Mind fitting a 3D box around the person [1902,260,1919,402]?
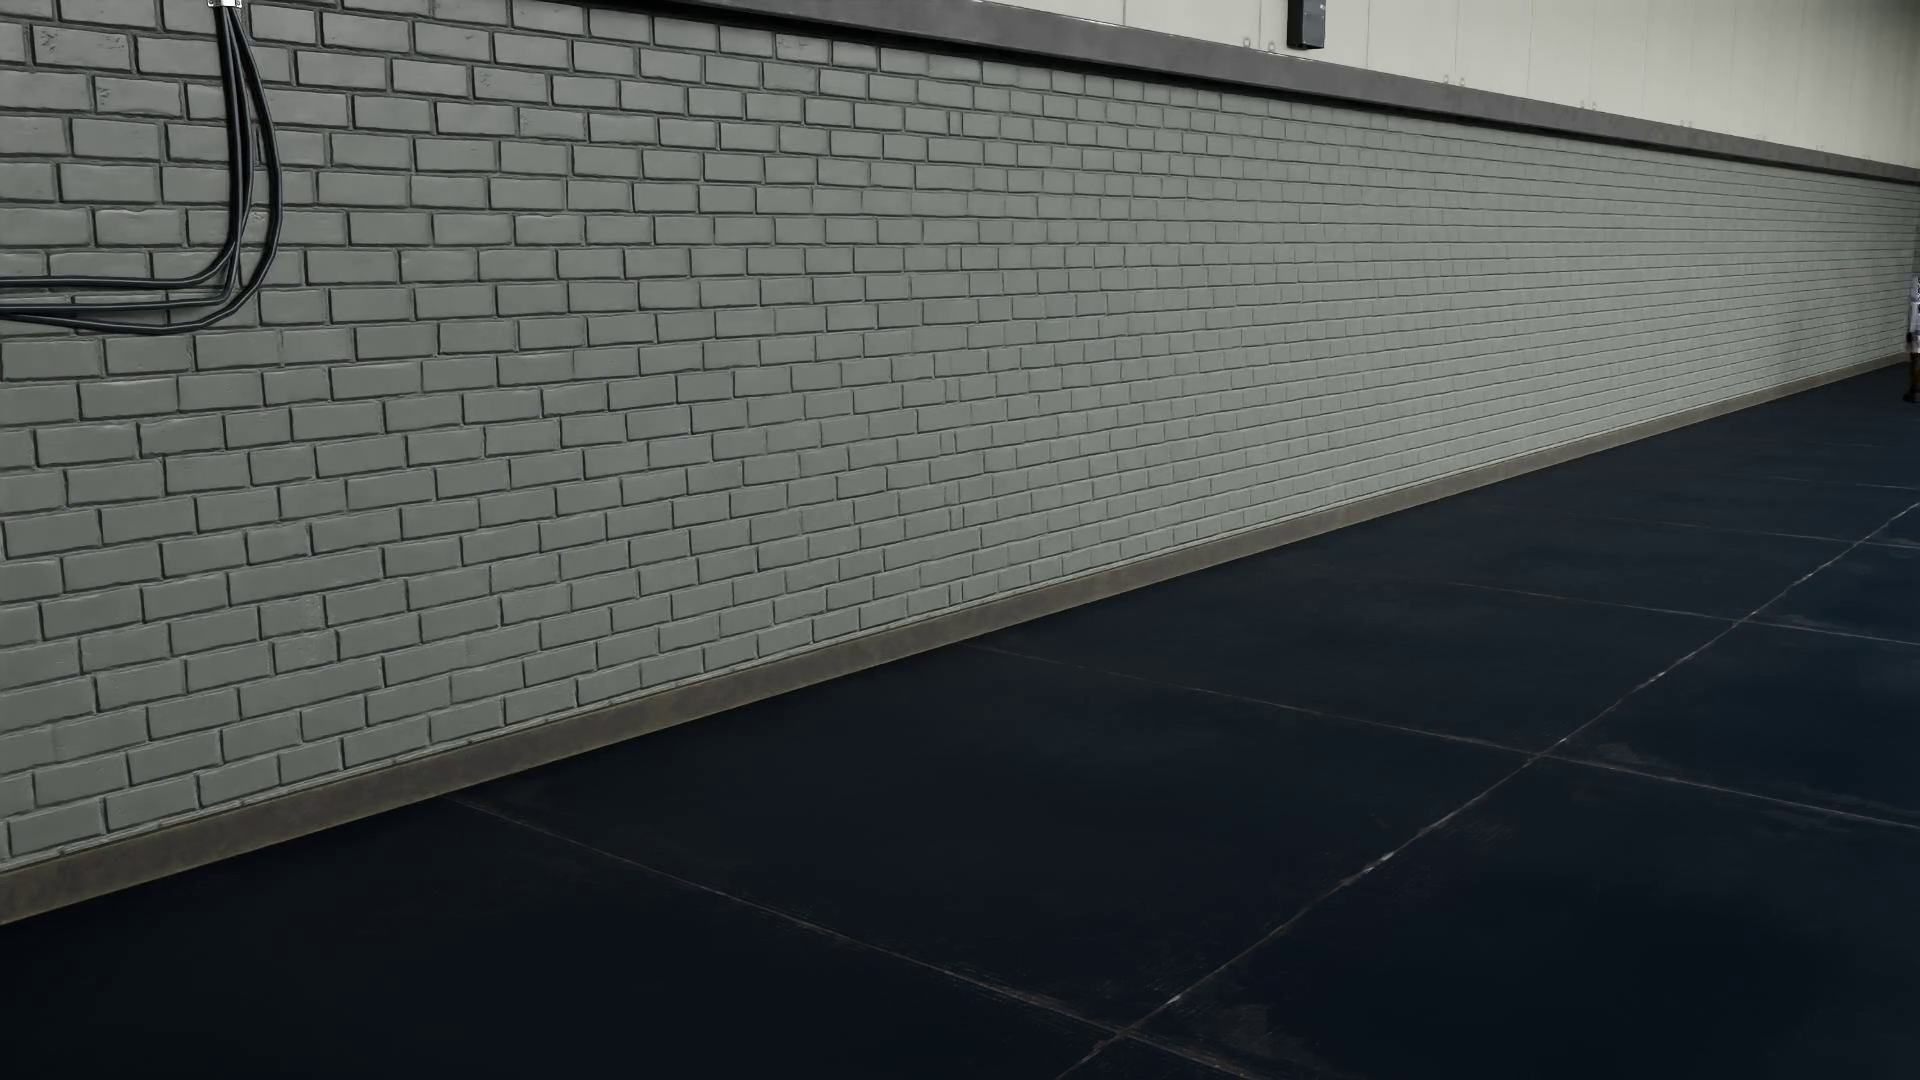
[{"bbox_3d":[11.994,-2.647,20.519,0.553,1.922,0.729,0,10,0],"label":"person"}]
